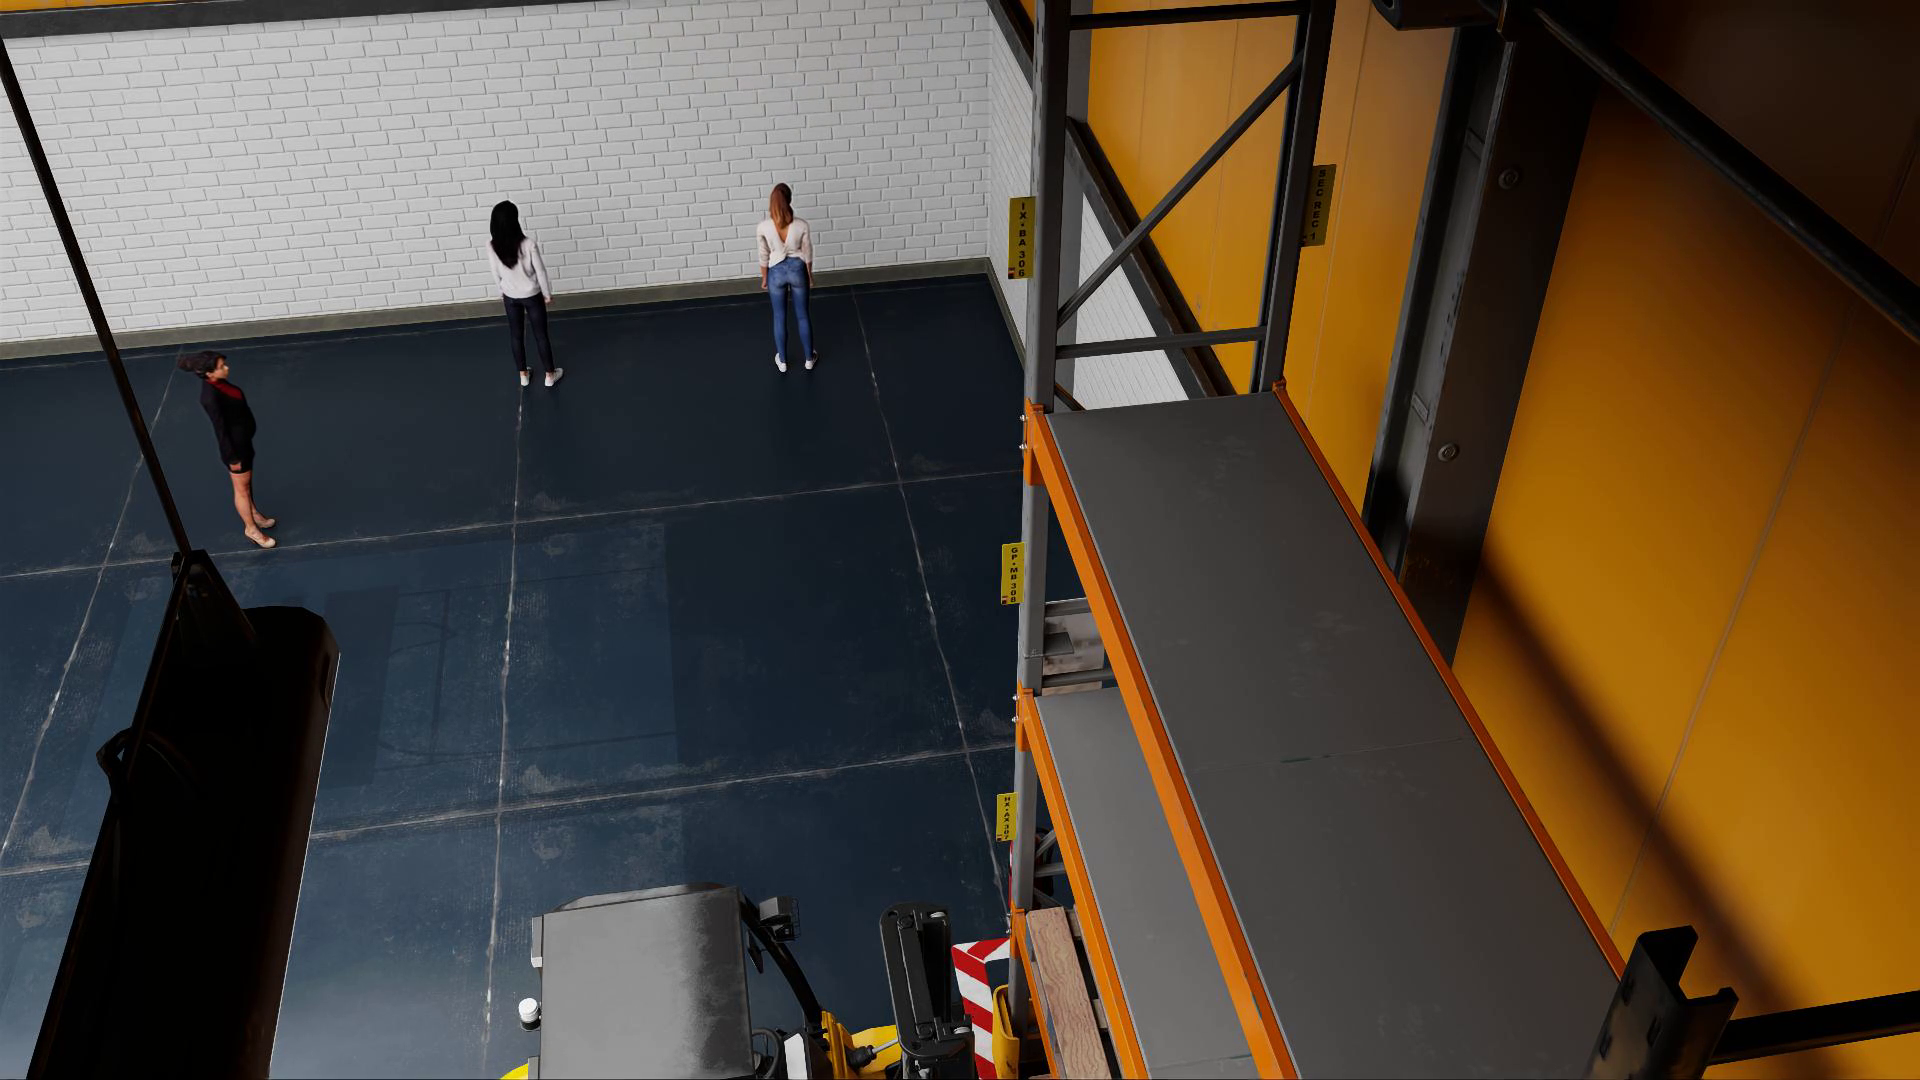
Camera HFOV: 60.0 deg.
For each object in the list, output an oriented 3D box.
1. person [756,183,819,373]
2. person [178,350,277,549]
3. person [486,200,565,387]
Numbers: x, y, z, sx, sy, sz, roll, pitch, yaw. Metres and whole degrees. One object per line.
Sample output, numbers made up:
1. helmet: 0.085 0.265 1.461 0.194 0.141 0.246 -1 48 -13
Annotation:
1. person: -1.453 -2.206 14.023 0.619 1.719 0.536 -3 39 -4
2. person: -5.300 -0.679 12.175 0.664 1.640 0.571 -11 40 -13
3. person: -3.647 -2.046 13.839 0.677 1.700 0.648 4 39 5
